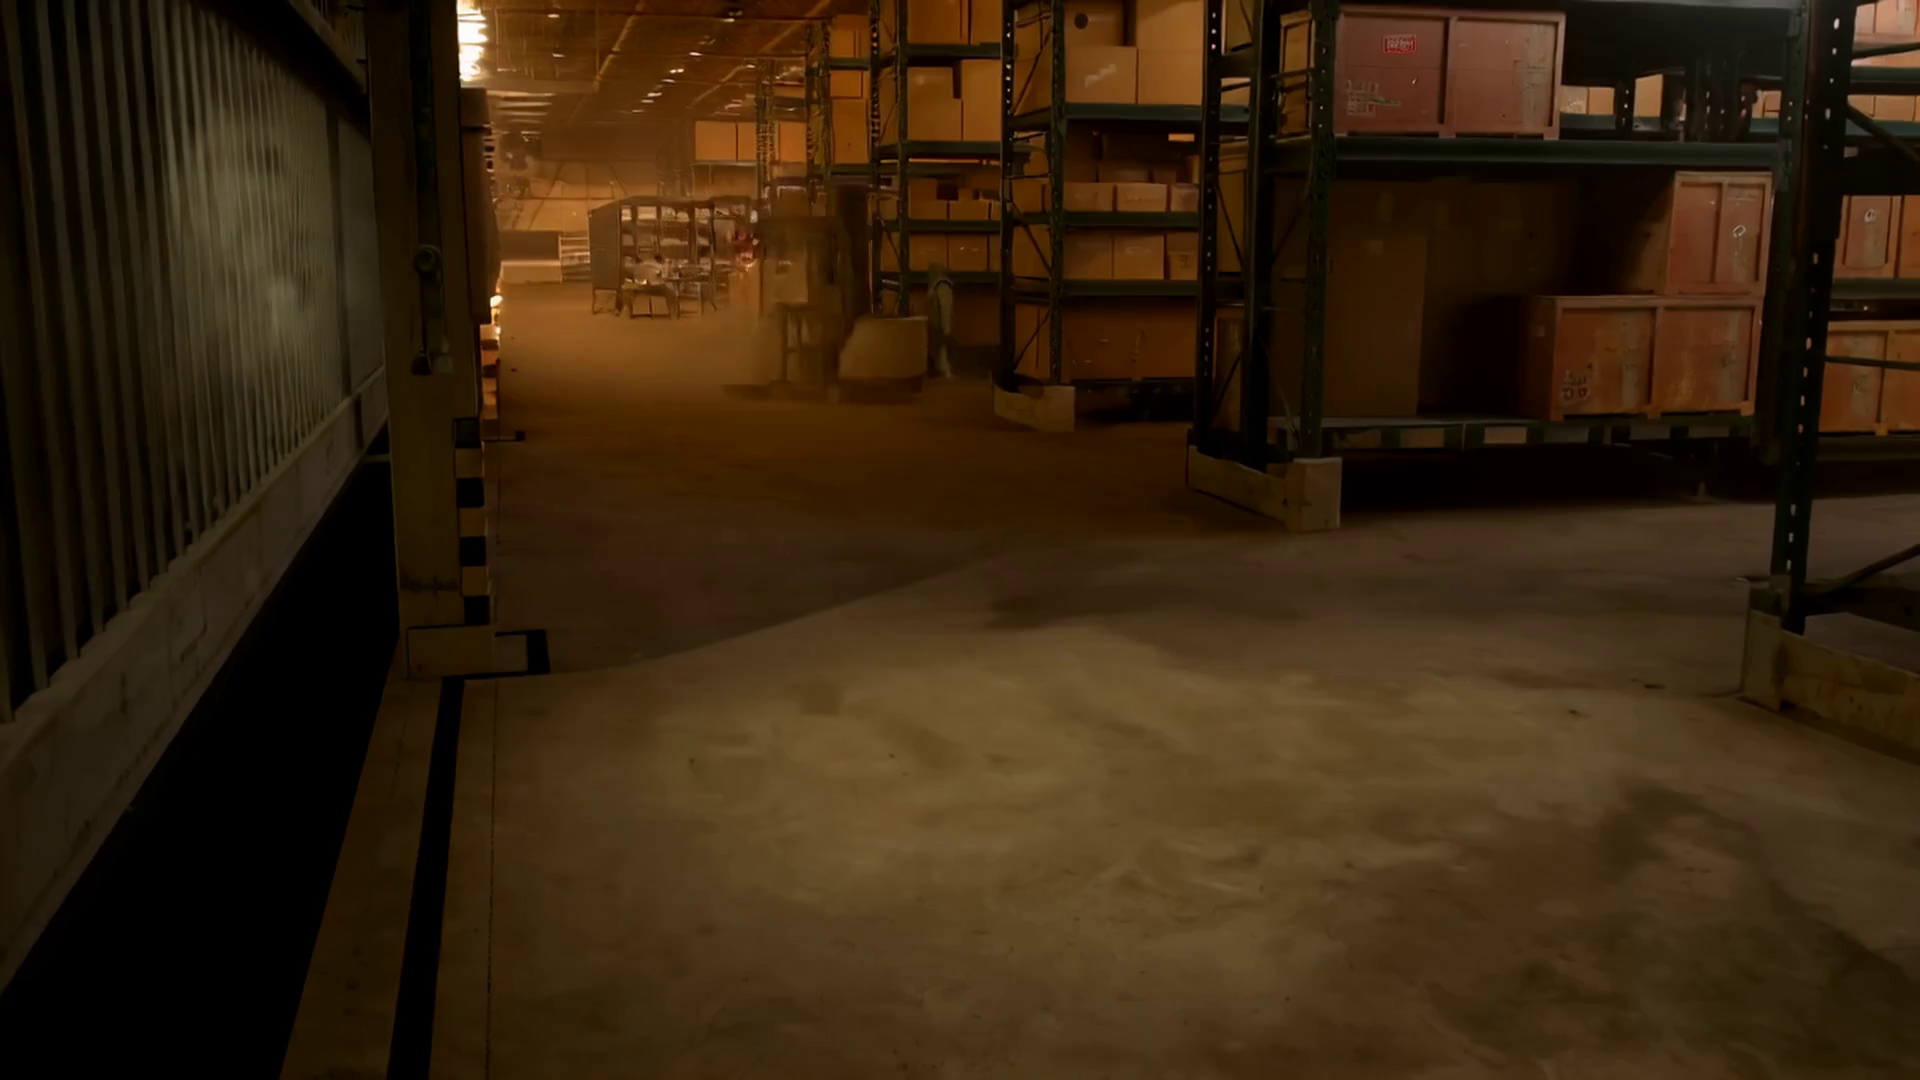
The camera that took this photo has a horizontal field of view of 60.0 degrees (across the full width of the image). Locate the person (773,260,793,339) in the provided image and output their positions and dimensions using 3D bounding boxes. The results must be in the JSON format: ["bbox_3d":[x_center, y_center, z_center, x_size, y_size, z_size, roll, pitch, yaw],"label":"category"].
[{"bbox_3d":[-3.866,-5.278,36.519,0.384,1.726,0.501,0,10,0],"label":"person"}]

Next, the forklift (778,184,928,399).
[{"bbox_3d":[-1.414,-3.328,22.218,1.873,2.768,1.129,1,10,6],"label":"forklift"}]

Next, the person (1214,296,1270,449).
[{"bbox_3d":[2.833,-1.787,16.678,0.567,1.750,0.341,3,10,17],"label":"person"}]

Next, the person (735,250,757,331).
[{"bbox_3d":[-5.189,-5.969,39.834,0.623,1.937,0.414,10,14,44],"label":"person"}]

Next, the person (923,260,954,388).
[{"bbox_3d":[-0.357,-3.082,23.812,0.520,1.826,0.639,-2,10,-13],"label":"person"}]

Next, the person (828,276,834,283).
[{"bbox_3d":[-1.735,-3.317,25.045,0.681,1.865,0.938,-2,10,-10],"label":"person"}]
